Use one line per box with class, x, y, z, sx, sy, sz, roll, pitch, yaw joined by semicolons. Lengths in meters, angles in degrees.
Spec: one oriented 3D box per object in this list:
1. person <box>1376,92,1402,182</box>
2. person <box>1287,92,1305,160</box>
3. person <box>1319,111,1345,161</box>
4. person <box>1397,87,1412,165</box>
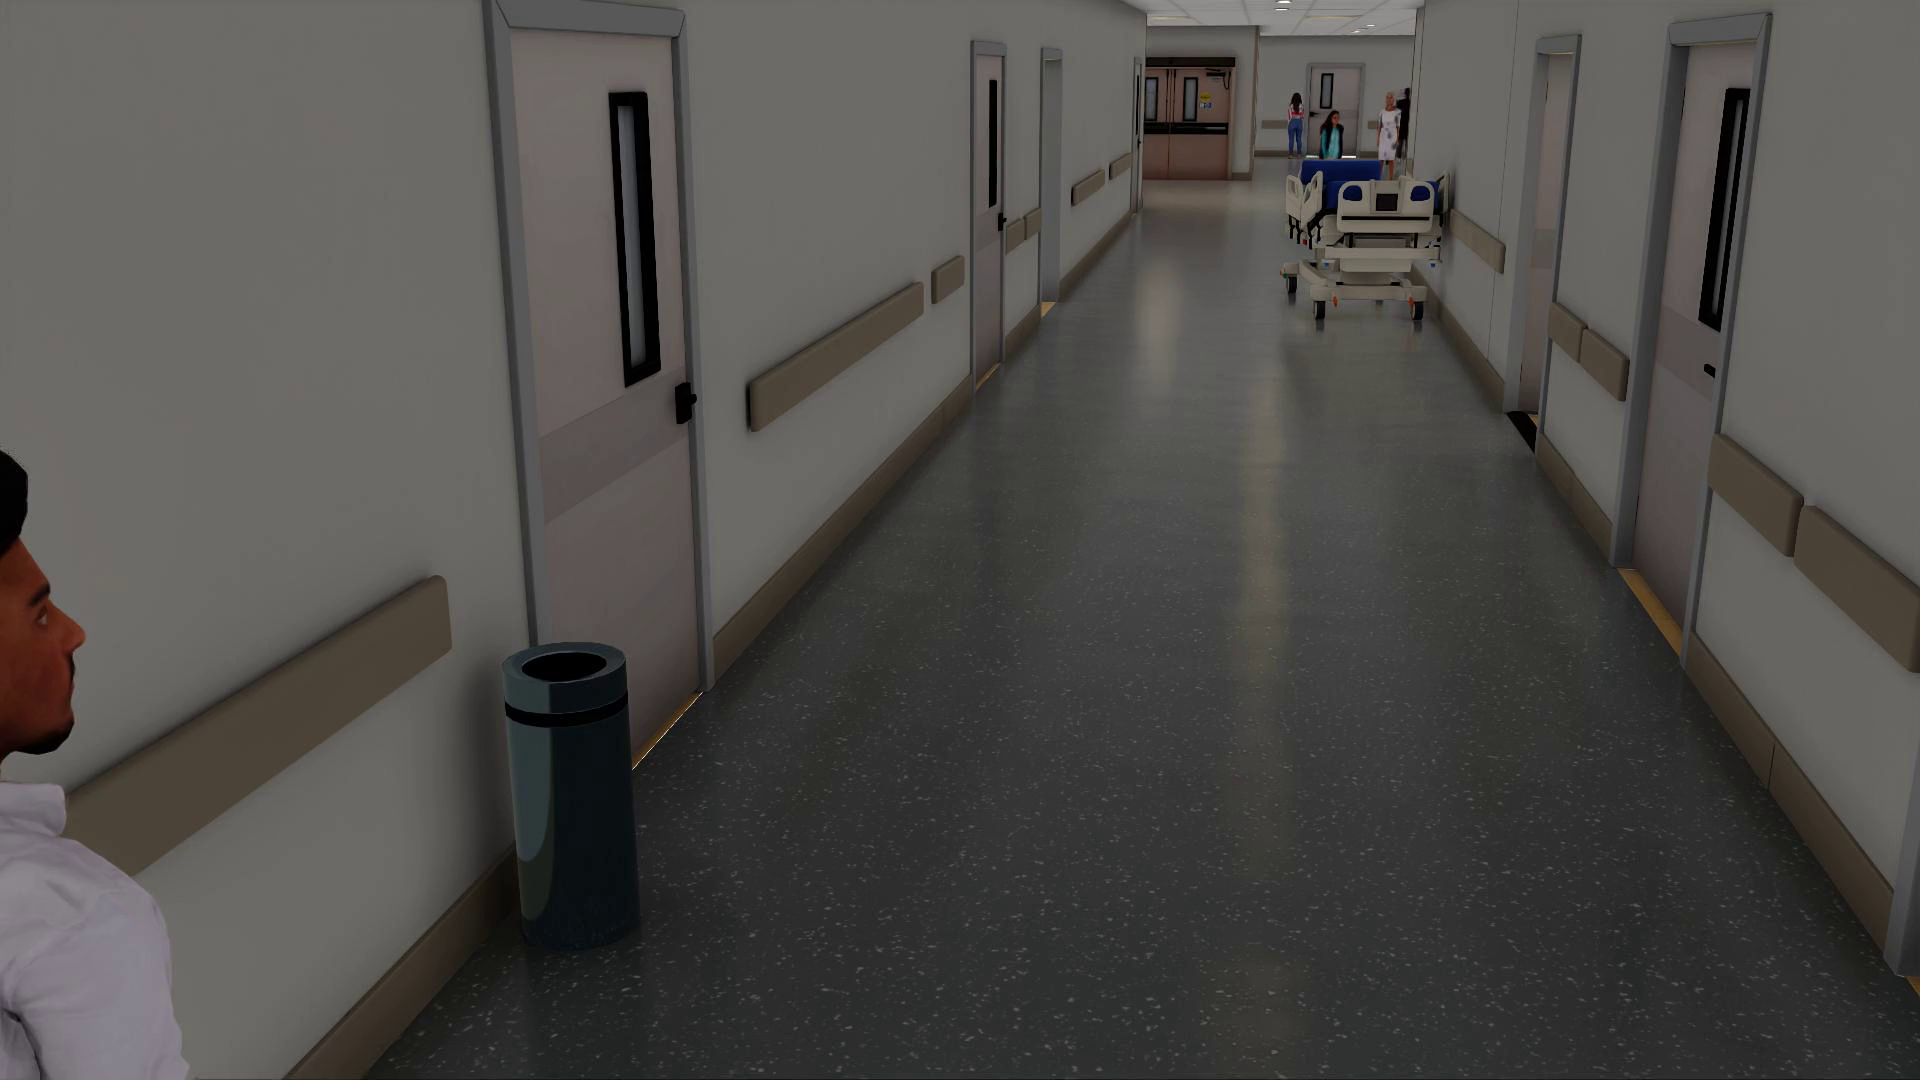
person;8.072;-7.556;31.371;0.482;1.751;0.652;5;17;18
person;8.393;-10.370;41.607;0.503;1.614;0.680;0;16;-1
person;6.114;-6.366;27.674;1.002;1.467;0.860;-3;16;-12
person;10.263;-9.543;38.454;1.024;1.733;0.837;6;17;20
